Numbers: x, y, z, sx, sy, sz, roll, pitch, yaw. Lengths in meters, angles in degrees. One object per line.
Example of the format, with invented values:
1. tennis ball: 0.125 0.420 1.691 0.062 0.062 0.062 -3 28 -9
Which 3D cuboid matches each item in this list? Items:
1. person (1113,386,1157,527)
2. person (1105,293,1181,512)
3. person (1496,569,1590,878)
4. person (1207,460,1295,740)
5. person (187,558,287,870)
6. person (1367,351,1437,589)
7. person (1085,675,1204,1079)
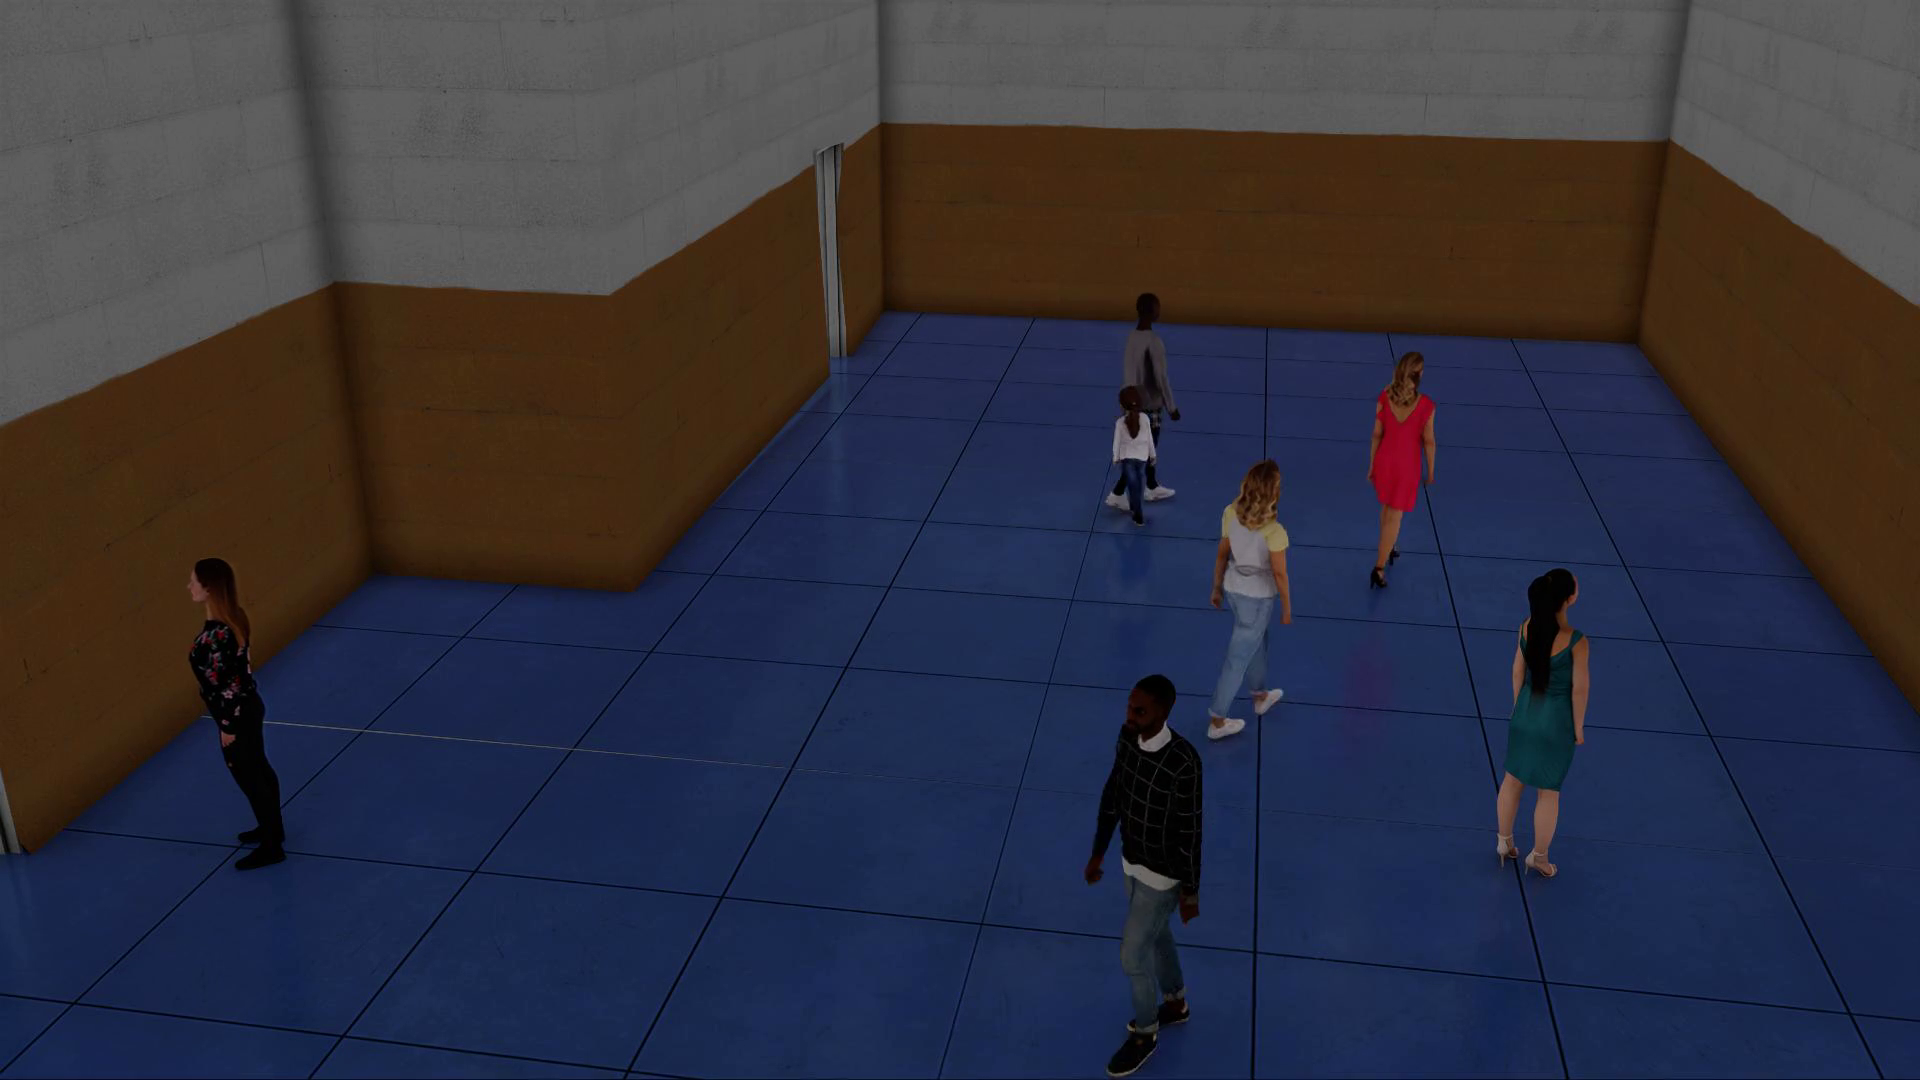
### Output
1. person: 1.388 -0.640 13.038 0.698 1.089 0.717 -7 23 -16
2. person: 1.417 -1.062 13.196 1.064 1.754 0.928 -10 24 -23
3. person: 2.927 0.919 8.355 0.679 1.687 0.601 -18 28 -38
4. person: 1.613 0.382 9.658 1.040 1.697 0.979 -14 26 -32
5. person: -3.675 0.874 8.473 0.646 1.683 0.650 -6 23 -15
6. person: 3.066 -0.468 11.793 0.948 1.698 0.884 15 26 32
7. person: 0.914 1.365 7.095 0.954 1.799 0.892 -10 24 -22
